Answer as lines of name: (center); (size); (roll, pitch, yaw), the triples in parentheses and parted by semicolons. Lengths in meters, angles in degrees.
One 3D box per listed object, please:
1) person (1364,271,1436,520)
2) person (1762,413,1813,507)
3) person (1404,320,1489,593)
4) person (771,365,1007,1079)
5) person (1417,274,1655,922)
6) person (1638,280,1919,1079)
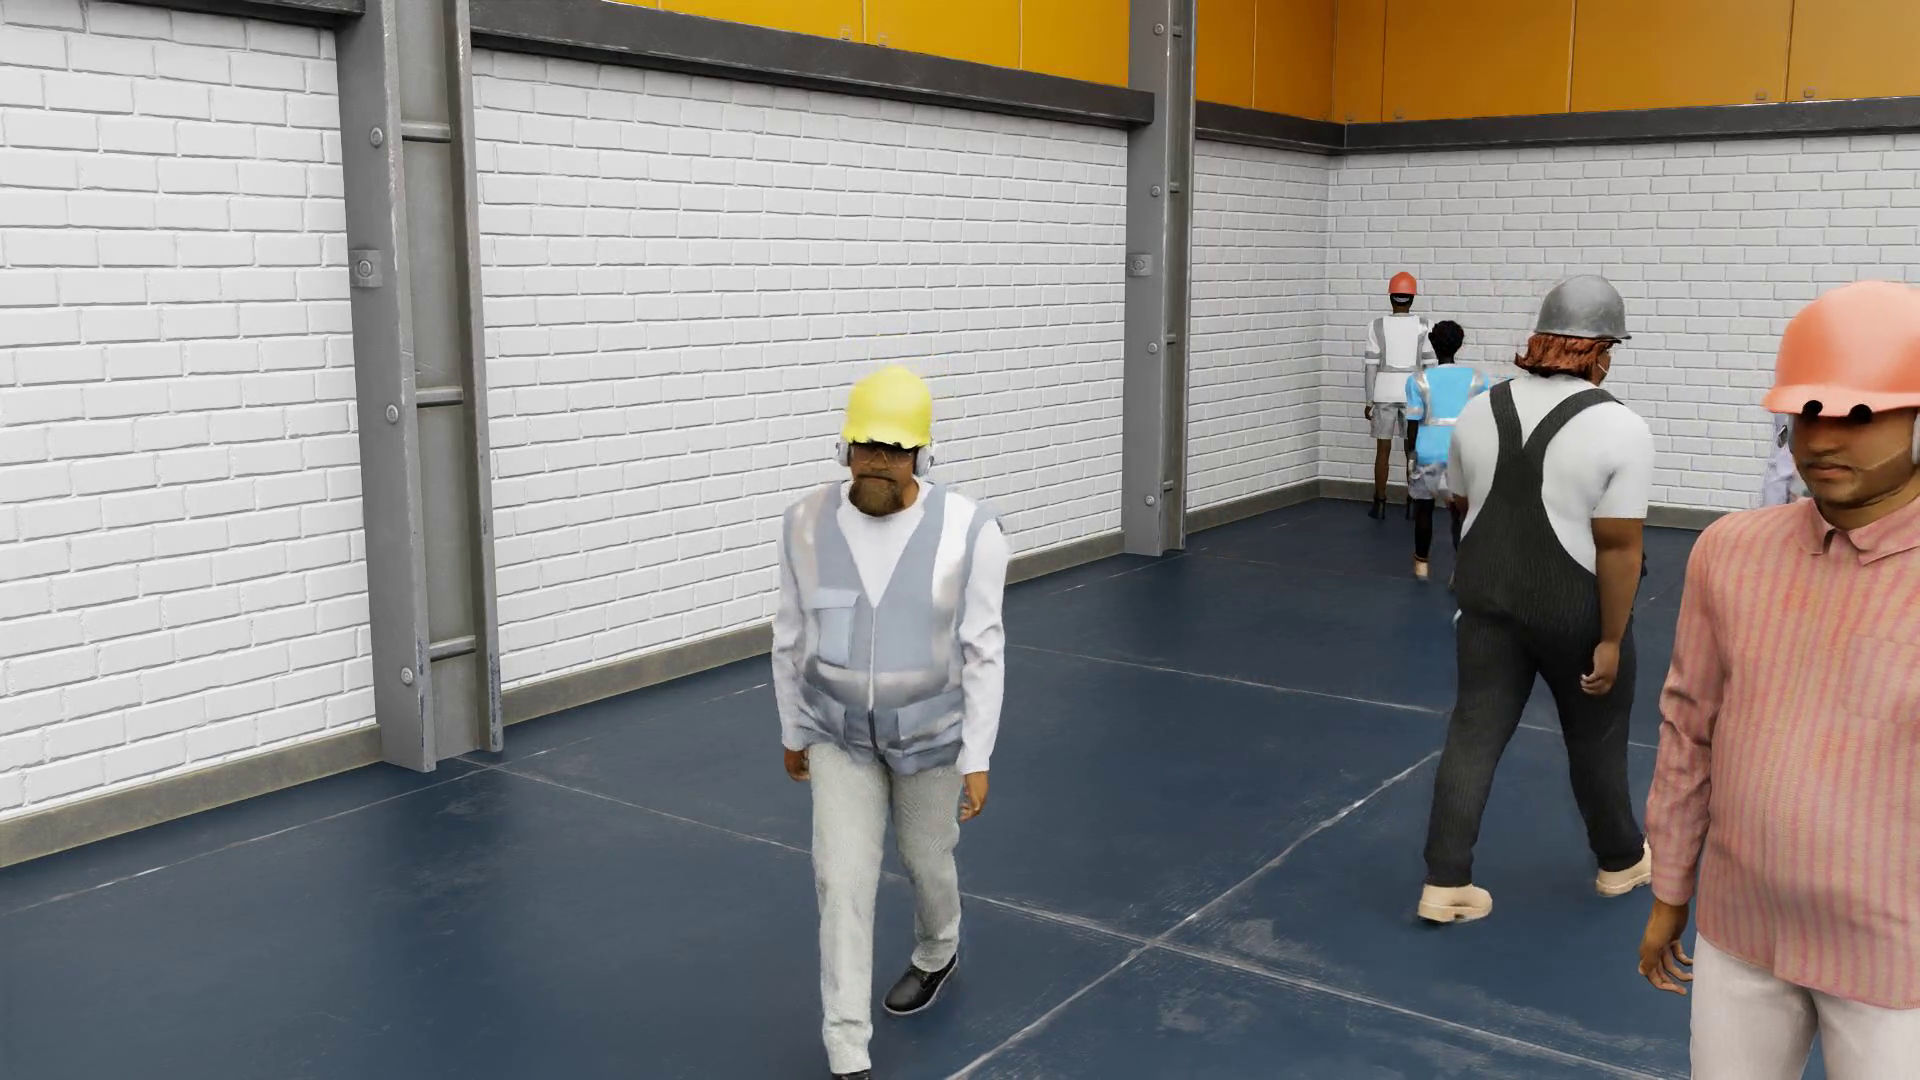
person: (3.430, -1.121, 13.021); (0.544, 1.939, 0.354); (2, 10, 10)
person: (3.628, 0.005, 6.712); (0.655, 1.798, 0.918); (3, 10, 15)
person: (3.007, -0.523, 10.263); (0.533, 1.667, 0.794); (2, 10, 9)
person: (-0.177, 0.448, 4.148); (0.593, 1.794, 0.856); (1, 10, 6)
person: (1.813, 0.155, 5.117); (1.018, 2.000, 0.690); (-8, 12, -39)
person: (1.326, 0.608, 2.558); (0.393, 1.991, 0.626); (-6, 11, -34)
